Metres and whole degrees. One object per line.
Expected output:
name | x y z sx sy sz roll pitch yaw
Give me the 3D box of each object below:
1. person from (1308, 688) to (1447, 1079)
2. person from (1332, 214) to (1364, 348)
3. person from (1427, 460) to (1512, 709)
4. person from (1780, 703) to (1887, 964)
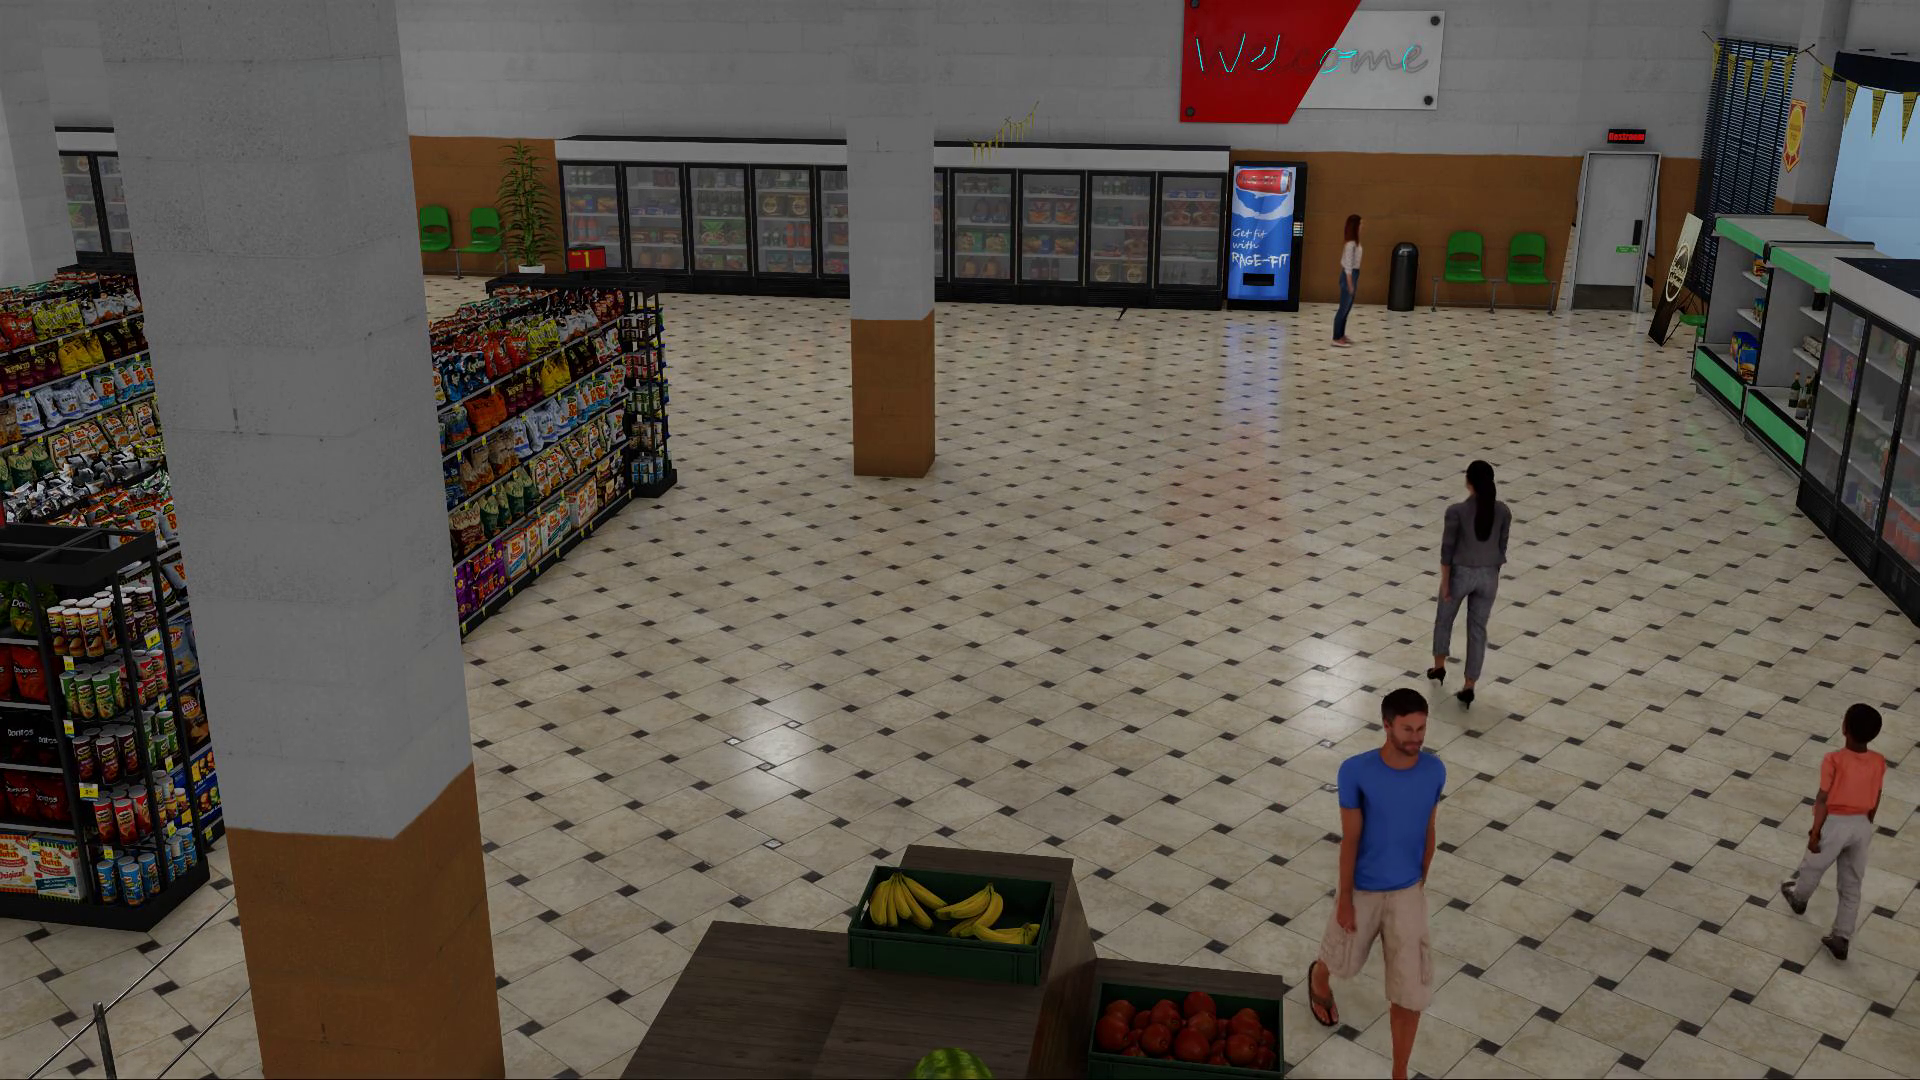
person | 1.789 1.471 7.252 0.836 1.840 1.271 -1 19 -3
person | 5.116 -3.427 21.957 0.673 1.726 0.510 8 20 21
person | 3.391 0.322 10.950 0.677 1.655 0.840 1 19 3
person | 4.367 1.456 8.176 0.534 1.278 0.895 2 19 6
